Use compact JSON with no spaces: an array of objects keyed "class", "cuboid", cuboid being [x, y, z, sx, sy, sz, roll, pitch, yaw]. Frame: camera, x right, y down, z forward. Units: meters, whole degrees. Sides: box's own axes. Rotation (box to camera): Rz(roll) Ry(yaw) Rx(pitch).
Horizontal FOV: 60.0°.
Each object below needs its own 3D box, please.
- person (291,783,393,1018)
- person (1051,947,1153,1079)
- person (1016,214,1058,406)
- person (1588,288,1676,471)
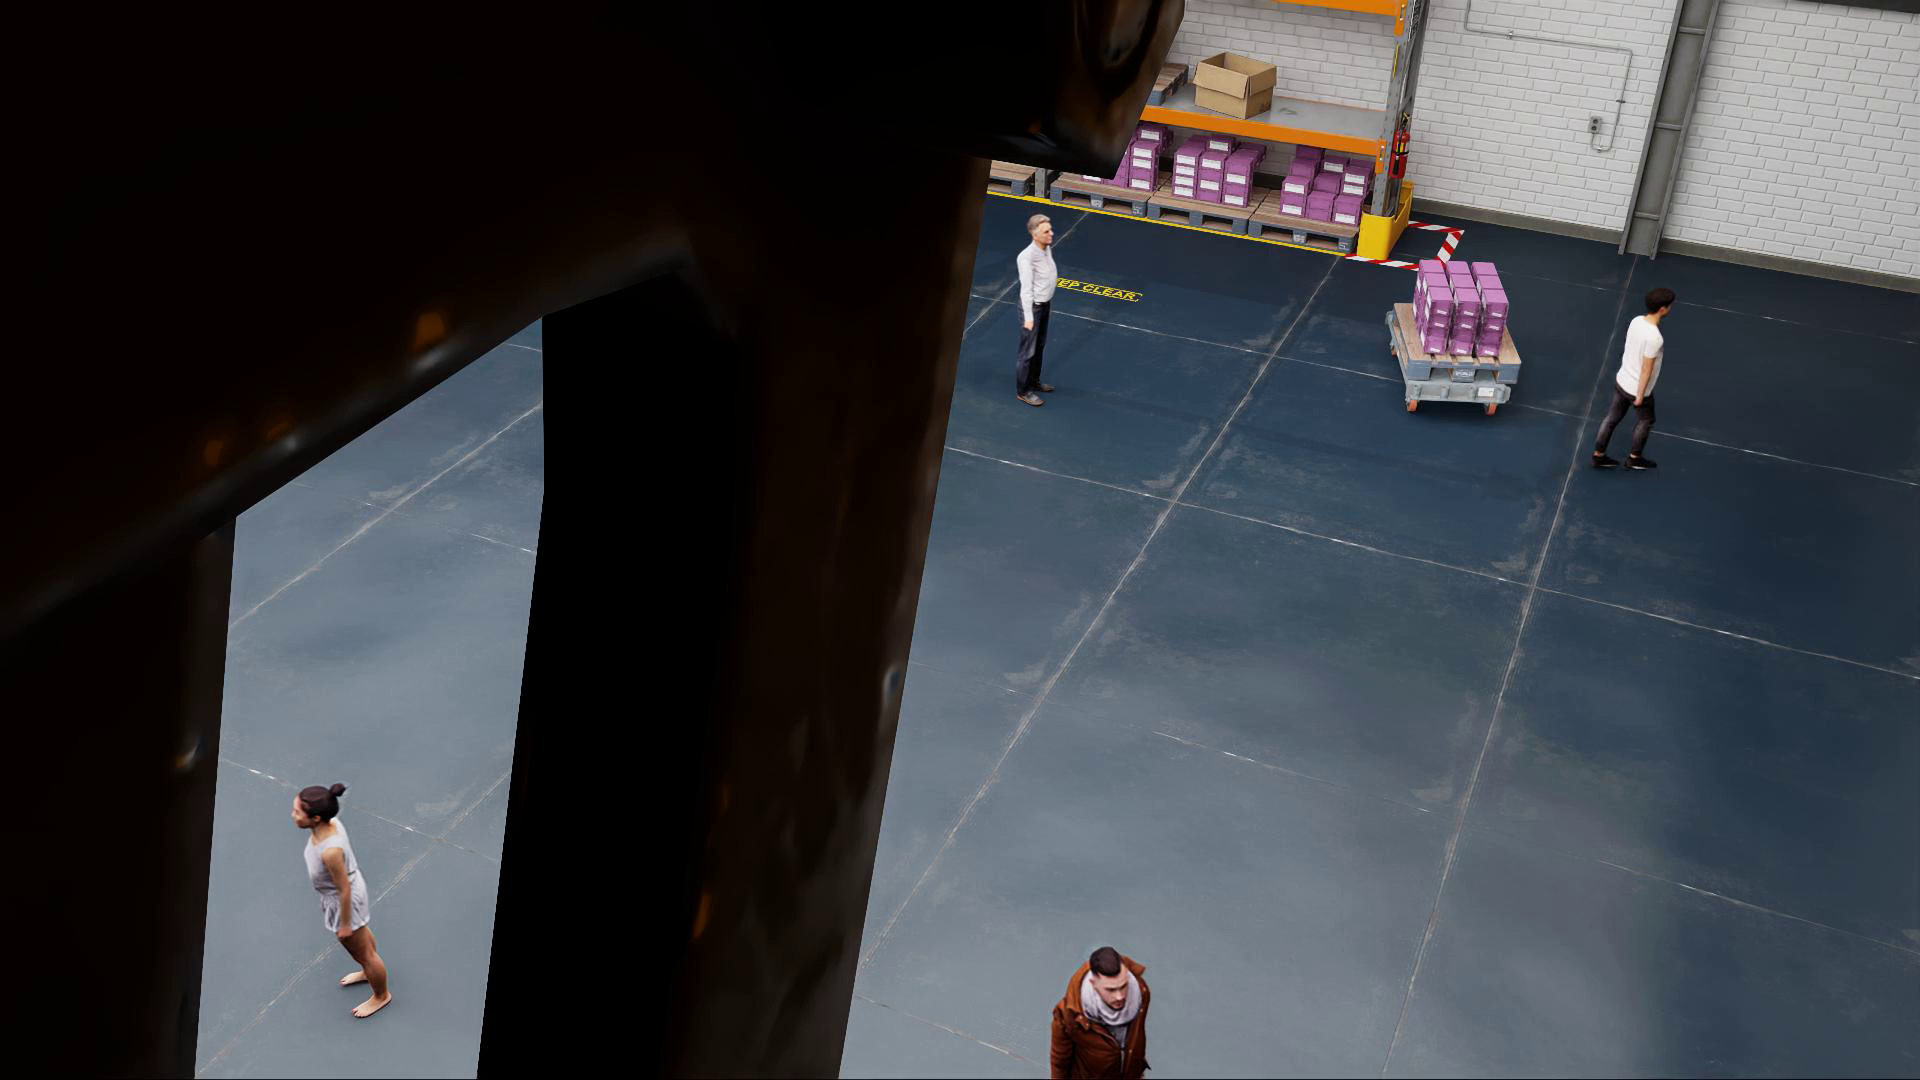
[{"class":"person","cuboid":[-3.454,1.997,9.311,0.713,1.607,0.628,-17,37,-24]},{"class":"person","cuboid":[0.675,2.653,8.116,0.848,1.837,0.885,-18,38,-25]},{"class":"person","cuboid":[0.695,-2.161,15.374,0.570,1.820,0.650,16,37,23]},{"class":"person","cuboid":[5.719,-1.355,14.266,0.949,1.703,0.859,-3,34,-4]}]
